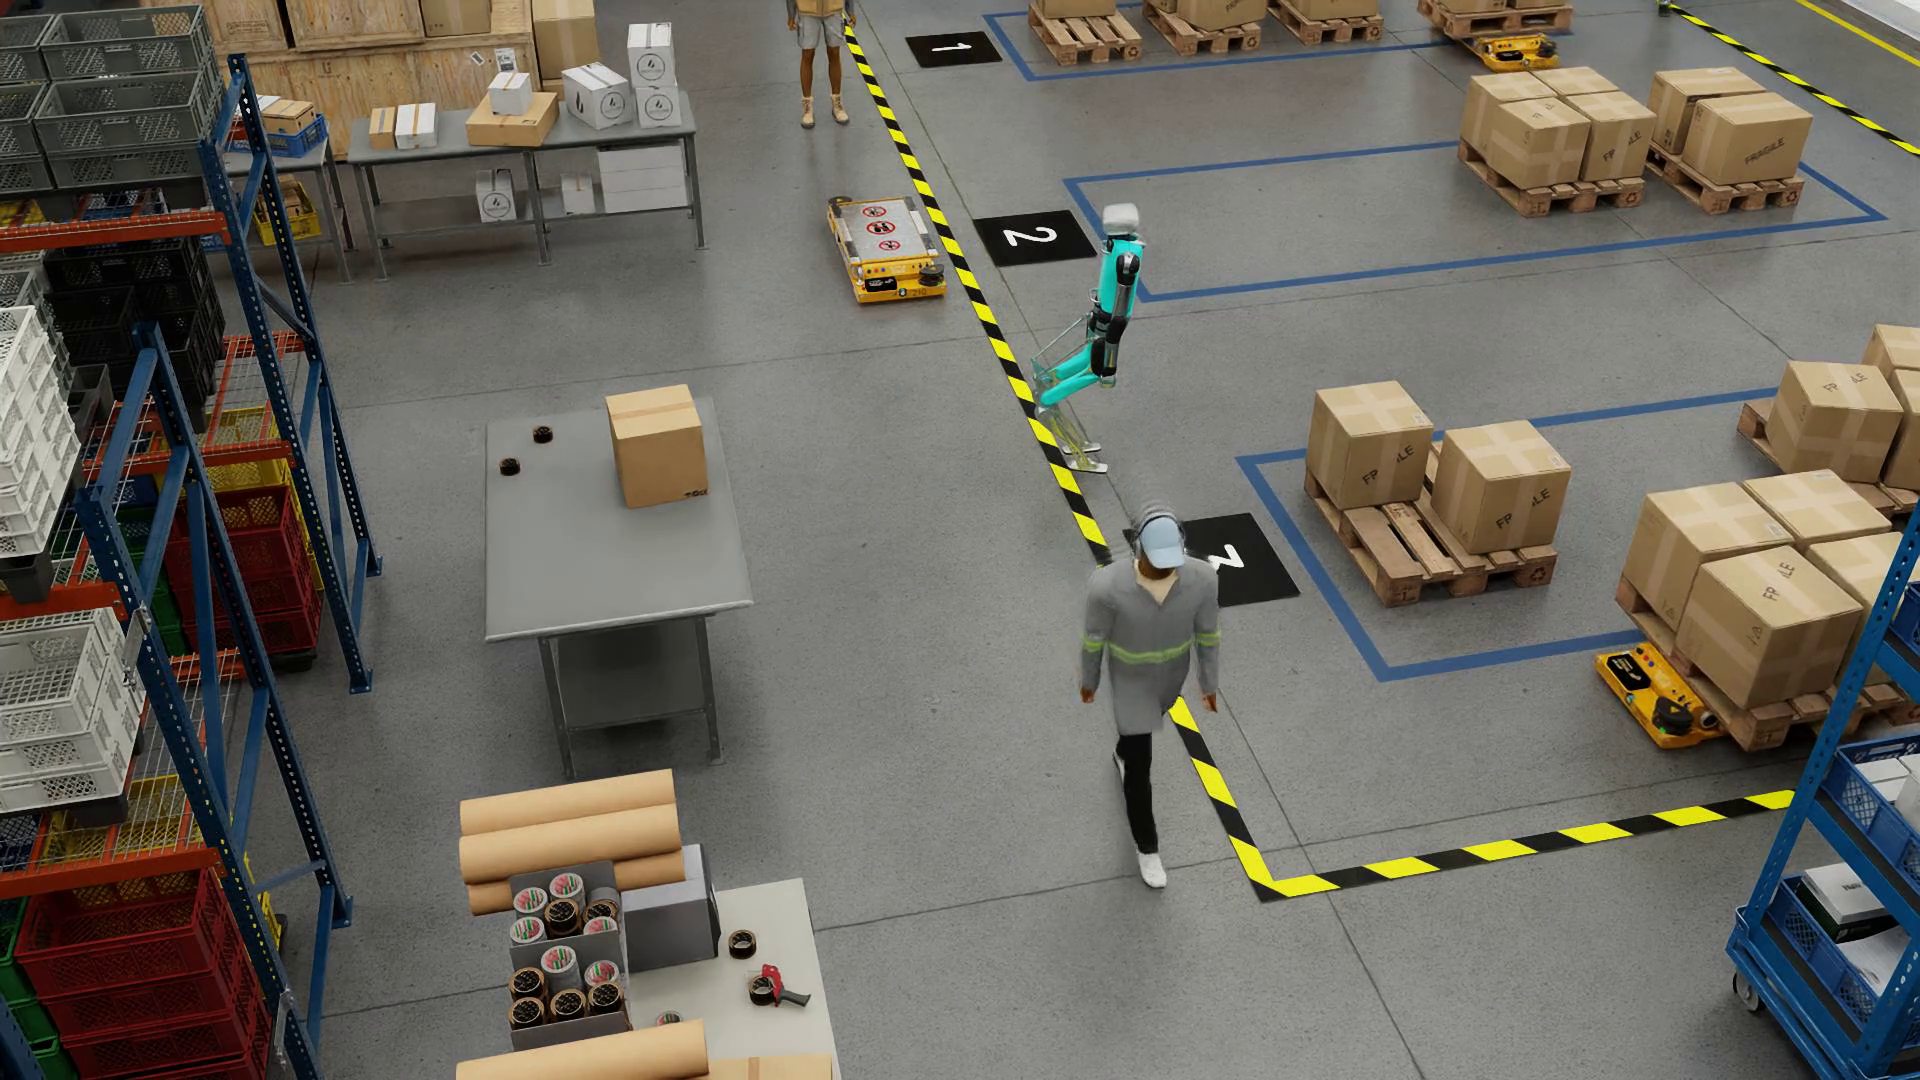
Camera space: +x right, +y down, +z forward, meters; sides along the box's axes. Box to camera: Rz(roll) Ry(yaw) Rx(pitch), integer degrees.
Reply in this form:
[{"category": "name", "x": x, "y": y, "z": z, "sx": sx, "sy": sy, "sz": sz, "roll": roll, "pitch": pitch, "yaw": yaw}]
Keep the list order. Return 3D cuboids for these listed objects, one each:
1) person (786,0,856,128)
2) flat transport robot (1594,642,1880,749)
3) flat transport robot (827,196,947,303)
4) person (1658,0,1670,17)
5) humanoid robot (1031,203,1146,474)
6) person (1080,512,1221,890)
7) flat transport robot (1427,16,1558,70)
[{"category": "person", "x": -1.182, "y": -4.536, "z": 14.165, "sx": 0.604, "sy": 2.045, "sz": 0.374, "roll": -8, "pitch": 37, "yaw": -10}, {"category": "flat transport robot", "x": 4.115, "y": 0.688, "z": 8.605, "sx": 1.431, "sy": 0.197, "sz": 0.652, "roll": -8, "pitch": 37, "yaw": -10}, {"category": "flat transport robot", "x": -0.570, "y": -2.220, "z": 12.538, "sx": 0.659, "sy": 0.231, "sz": 1.431, "roll": -8, "pitch": 37, "yaw": -10}, {"category": "person", "x": 7.329, "y": -6.260, "z": 16.686, "sx": 0.587, "sy": 1.796, "sz": 0.871, "roll": 7, "pitch": 37, "yaw": 9}, {"category": "humanoid robot", "x": 0.682, "y": -1.172, "z": 9.786, "sx": 0.735, "sy": 1.677, "sz": 0.533, "roll": -1, "pitch": 37, "yaw": -1}, {"category": "person", "x": 0.860, "y": 0.620, "z": 7.435, "sx": 0.608, "sy": 1.796, "sz": 0.956, "roll": -7, "pitch": 37, "yaw": -10}, {"category": "flat transport robot", "x": 5.171, "y": -4.939, "z": 16.168, "sx": 0.652, "sy": 0.197, "sz": 1.431, "roll": -8, "pitch": 37, "yaw": -10}]
